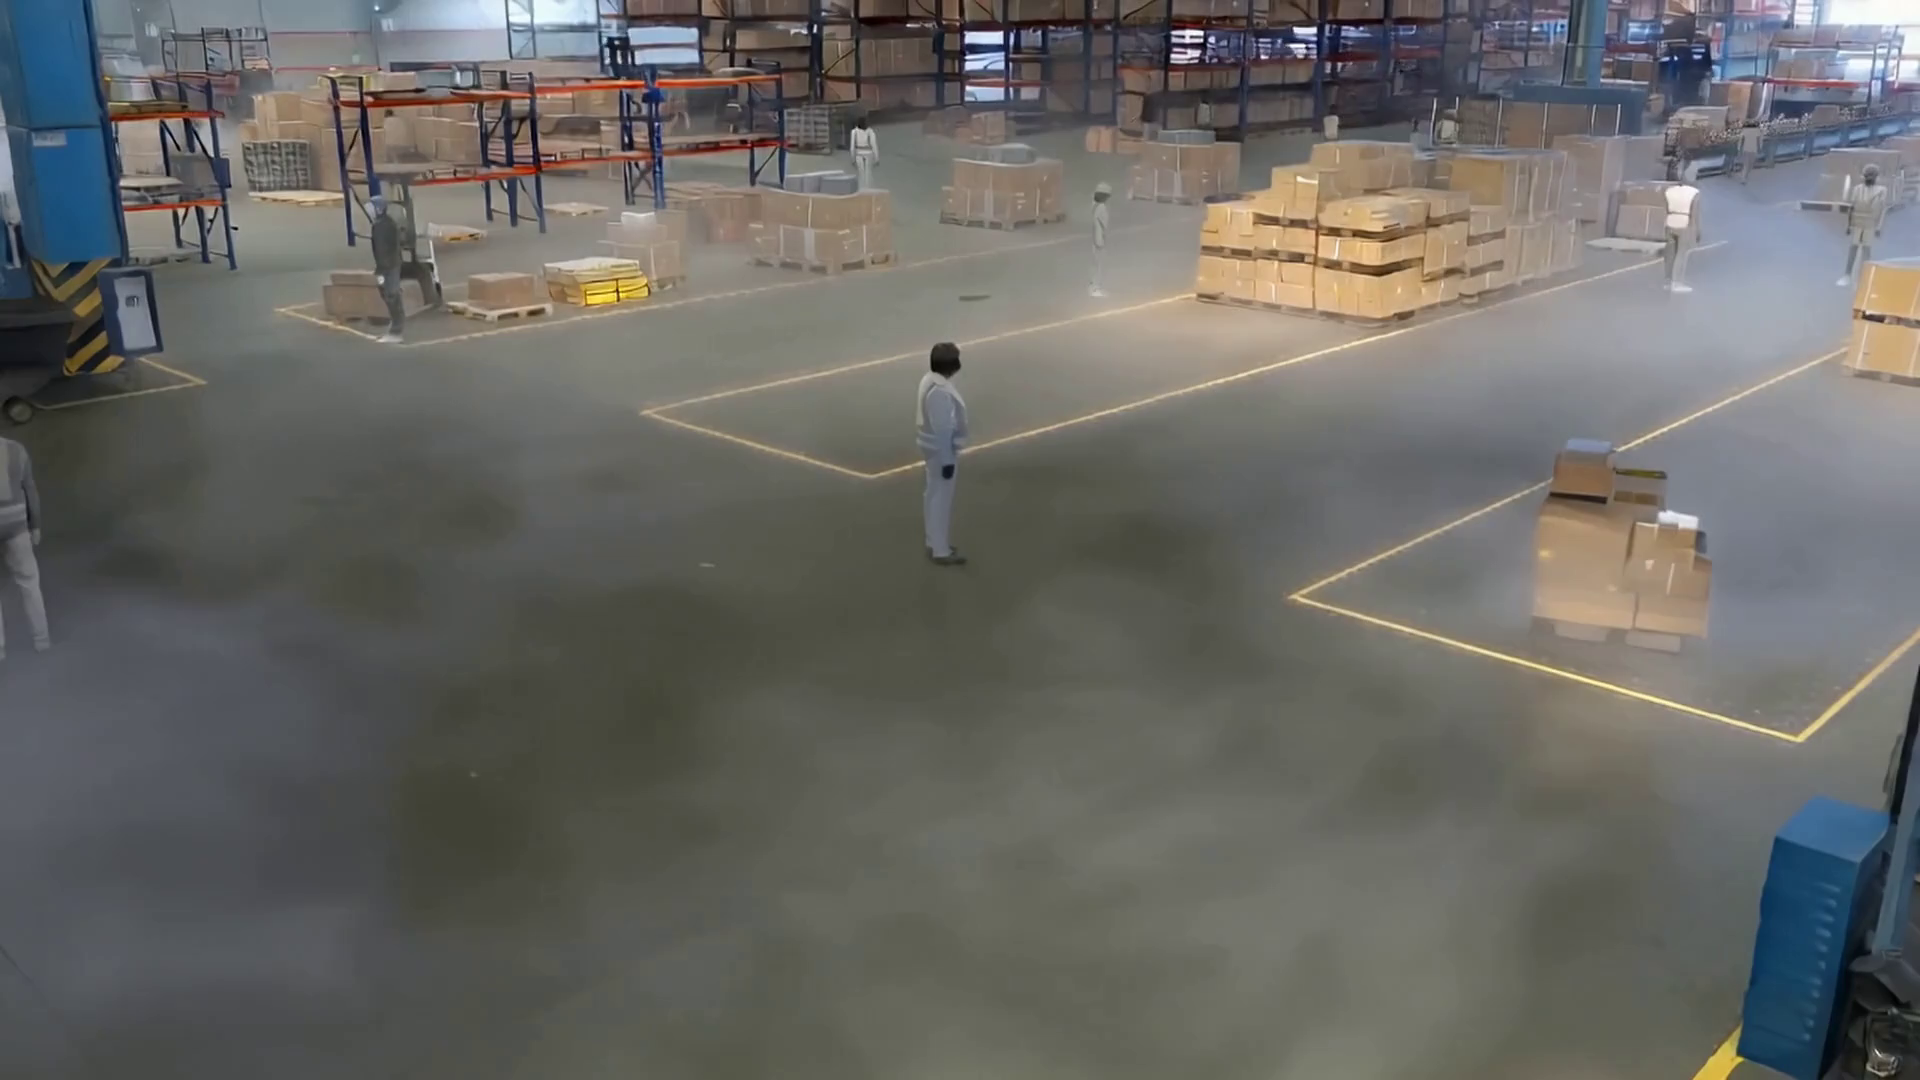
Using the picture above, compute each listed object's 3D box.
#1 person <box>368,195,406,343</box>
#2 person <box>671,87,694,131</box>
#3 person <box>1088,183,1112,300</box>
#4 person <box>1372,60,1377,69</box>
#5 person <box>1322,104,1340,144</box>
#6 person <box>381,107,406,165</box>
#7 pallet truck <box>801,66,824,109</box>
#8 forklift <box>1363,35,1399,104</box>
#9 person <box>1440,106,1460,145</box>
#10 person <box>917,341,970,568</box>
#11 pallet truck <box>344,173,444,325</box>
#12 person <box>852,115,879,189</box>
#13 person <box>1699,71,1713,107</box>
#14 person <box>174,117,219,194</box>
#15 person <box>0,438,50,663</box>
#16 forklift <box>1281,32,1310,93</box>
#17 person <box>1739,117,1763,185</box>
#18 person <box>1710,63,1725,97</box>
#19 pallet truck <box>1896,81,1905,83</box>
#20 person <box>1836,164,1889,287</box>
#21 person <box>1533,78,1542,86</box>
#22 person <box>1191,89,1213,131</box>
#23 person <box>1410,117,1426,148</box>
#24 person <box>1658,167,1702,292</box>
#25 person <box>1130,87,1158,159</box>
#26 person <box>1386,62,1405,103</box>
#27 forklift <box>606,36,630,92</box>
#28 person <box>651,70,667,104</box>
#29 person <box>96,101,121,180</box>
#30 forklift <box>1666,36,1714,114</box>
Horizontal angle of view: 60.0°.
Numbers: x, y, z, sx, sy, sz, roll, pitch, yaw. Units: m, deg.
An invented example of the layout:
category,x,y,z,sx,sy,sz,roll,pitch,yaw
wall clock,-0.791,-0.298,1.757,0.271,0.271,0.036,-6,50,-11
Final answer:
category,x,y,z,sx,sy,sz,roll,pitch,yaw
person,-7.618,-3.598,22.094,0.373,1.940,0.627,-2,18,-5
person,-9.230,-14.362,55.041,0.770,1.612,0.527,9,20,25
person,2.125,-4.539,25.235,0.317,1.743,0.488,4,19,11
person,18.127,-20.466,73.137,0.600,1.797,0.852,15,24,38
person,9.592,-10.393,42.968,0.535,1.685,0.401,-16,24,-39
person,-13.713,-9.620,40.333,0.875,1.887,0.591,8,20,24
pallet truck,-4.812,-15.182,56.903,0.823,1.965,1.885,-9,21,-26
forklift,15.674,-17.642,62.934,1.873,2.768,1.129,-11,21,-30
person,11.405,-9.121,38.760,0.394,1.929,0.539,-12,22,-33
person,-0.132,-0.705,13.530,0.430,1.845,0.621,-2,18,-6
pallet truck,-8.209,-4.181,23.757,0.823,1.965,1.885,3,19,9
person,-2.076,-8.516,37.052,0.646,1.859,0.671,8,20,24
person,26.296,-15.677,58.781,0.638,1.746,0.543,-8,20,-22
person,-17.655,-8.845,38.012,1.032,1.881,0.724,1,18,2
person,-6.730,-0.054,11.569,0.627,1.844,0.429,-16,24,-40
forklift,13.239,-19.155,67.492,1.873,2.768,1.129,16,24,40
person,18.836,-9.275,39.688,0.546,1.618,0.515,-17,25,-42
person,30.536,-18.397,67.111,0.537,1.668,0.817,6,19,16
pallet truck,34.802,-16.331,61.455,0.653,1.274,1.630,17,25,41
person,14.233,-4.949,26.182,0.382,1.927,0.542,-15,24,-38
person,18.402,-13.823,53.094,0.610,1.813,0.593,14,23,37
person,6.324,-10.786,43.589,0.535,2.000,0.684,9,21,26
person,9.905,-8.253,36.240,0.335,1.865,0.521,17,25,41
person,11.205,-4.827,25.877,0.415,1.894,0.694,-14,23,-36
person,5.189,-11.555,46.075,1.065,1.934,0.614,-8,20,-22
person,16.406,-17.084,62.819,0.678,1.884,0.855,-6,19,-16
forklift,-12.713,-17.303,61.914,1.873,2.768,1.129,-16,24,-40
person,-10.184,-14.972,56.412,0.587,1.911,0.397,7,20,20
person,-20.953,-9.756,40.721,0.893,1.890,0.571,8,20,22
forklift,27.341,-17.291,61.877,1.129,2.768,1.873,17,25,41
